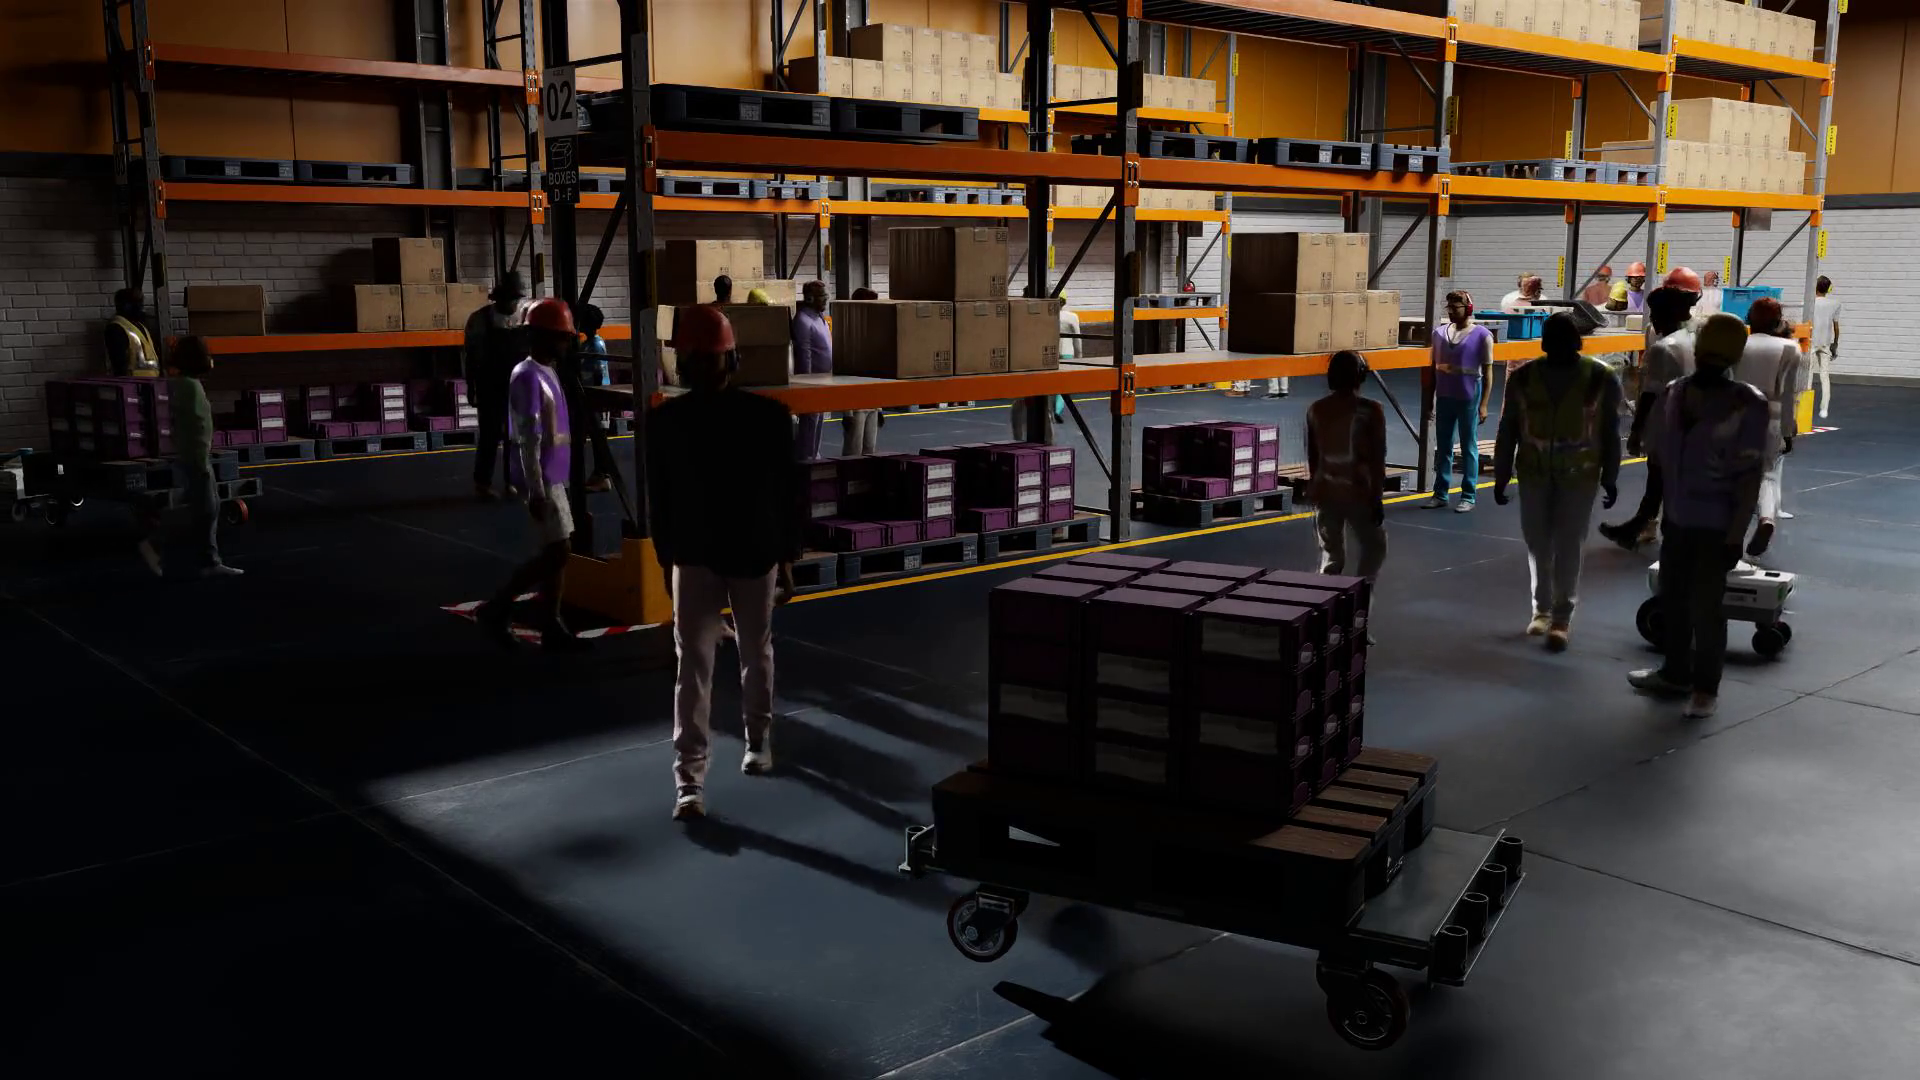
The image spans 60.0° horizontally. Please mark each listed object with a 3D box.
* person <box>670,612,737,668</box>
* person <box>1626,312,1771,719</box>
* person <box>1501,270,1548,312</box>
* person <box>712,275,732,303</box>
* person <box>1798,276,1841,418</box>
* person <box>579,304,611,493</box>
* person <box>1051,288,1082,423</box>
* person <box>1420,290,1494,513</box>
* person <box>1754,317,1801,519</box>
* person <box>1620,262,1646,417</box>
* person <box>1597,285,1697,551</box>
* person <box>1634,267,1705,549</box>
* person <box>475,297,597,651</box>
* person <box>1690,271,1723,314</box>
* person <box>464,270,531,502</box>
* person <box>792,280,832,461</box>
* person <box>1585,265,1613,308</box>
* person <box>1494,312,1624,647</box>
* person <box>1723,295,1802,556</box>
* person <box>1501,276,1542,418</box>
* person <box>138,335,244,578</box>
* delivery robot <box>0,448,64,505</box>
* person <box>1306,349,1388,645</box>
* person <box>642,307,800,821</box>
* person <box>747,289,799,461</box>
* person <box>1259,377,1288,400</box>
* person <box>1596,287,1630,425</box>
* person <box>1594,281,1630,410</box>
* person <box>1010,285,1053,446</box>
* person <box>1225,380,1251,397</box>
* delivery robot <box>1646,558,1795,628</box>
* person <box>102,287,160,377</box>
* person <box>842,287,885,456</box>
[{"bbox_3d":[-1.332,-0.189,8.728,0.625,1.661,0.550,-7,12,-35],"label":"person"},{"bbox_3d":[3.412,-0.114,7.689,0.492,1.877,0.705,-4,10,-20],"label":"person"},{"bbox_3d":[7.674,-2.703,22.686,0.625,1.925,0.452,3,10,19],"label":"person"},{"bbox_3d":[-2.541,-1.877,17.886,0.596,1.917,0.374,1,10,8],"label":"person"},{"bbox_3d":[11.306,-2.545,21.944,0.535,1.868,0.309,2,10,9],"label":"person"},{"bbox_3d":[-3.313,-1.276,15.011,0.318,1.700,0.535,-4,10,-22],"label":"person"},{"bbox_3d":[1.273,-2.379,21.350,0.529,1.735,0.827,4,10,22],"label":"person"},{"bbox_3d":[4.154,-1.150,13.838,0.375,1.844,0.567,-8,13,-40],"label":"person"},{"bbox_3d":[6.592,-0.990,13.529,0.317,1.633,0.521,-3,10,-18],"label":"person"},{"bbox_3d":[8.869,-2.635,21.954,0.605,2.045,0.378,-1,10,-4],"label":"person"},{"bbox_3d":[4.866,-0.802,11.601,0.631,1.910,0.990,-8,12,-38],"label":"person"},{"bbox_3d":[5.134,-0.936,12.001,0.372,2.048,0.605,-6,11,-31],"label":"person"},{"bbox_3d":[-2.242,-0.324,8.827,0.517,1.911,0.549,0,10,-2],"label":"person"},{"bbox_3d":[11.233,-3.085,24.993,0.405,1.906,0.653,-8,13,-39],"label":"person"},{"bbox_3d":[-3.964,-1.378,14.605,0.715,2.000,0.634,-5,11,-27],"label":"person"},{"bbox_3d":[-1.357,-1.473,15.579,0.401,1.904,0.646,1,10,9],"label":"person"},{"bbox_3d":[11.141,-3.793,28.928,0.639,1.975,0.754,9,13,43],"label":"person"},{"bbox_3d":[3.236,-0.327,9.107,0.648,1.816,0.758,6,11,31],"label":"person"},{"bbox_3d":[5.554,-0.786,11.682,0.598,1.863,0.737,3,10,19],"label":"person"},{"bbox_3d":[6.429,-2.026,18.831,0.396,1.899,0.636,-6,12,-33],"label":"person"},{"bbox_3d":[-5.053,-0.525,10.843,0.544,1.613,0.514,-4,11,-23],"label":"person"},{"bbox_3d":[-7.600,-0.507,13.562,0.477,0.478,0.707,3,10,14],"label":"delivery robot"},{"bbox_3d":[2.095,-0.218,9.019,0.403,1.618,0.533,-9,13,-41],"label":"person"},{"bbox_3d":[-0.922,0.065,6.491,0.610,1.937,1.060,0,10,-2],"label":"person"},{"bbox_3d":[-1.878,-1.677,17.128,0.698,1.787,0.756,9,13,42],"label":"person"},{"bbox_3d":[4.675,-2.993,24.725,0.404,1.825,0.604,7,12,35],"label":"person"},{"bbox_3d":[8.189,-2.289,20.835,0.484,1.735,0.311,-4,10,-20],"label":"person"},{"bbox_3d":[9.143,-2.732,23.315,0.598,1.787,0.921,-1,10,-4],"label":"person"},{"bbox_3d":[0.664,-1.592,16.417,0.741,1.844,0.565,-8,13,-39],"label":"person"},{"bbox_3d":[4.265,-3.133,25.224,0.371,1.934,0.629,7,12,35],"label":"person"},{"bbox_3d":[4.144,0.263,9.071,0.707,0.478,0.477,7,12,34],"label":"delivery robot"},{"bbox_3d":[-7.520,-1.373,15.164,0.429,1.842,0.628,-1,10,-8],"label":"person"},{"bbox_3d":[-0.769,-1.027,13.009,0.338,1.882,0.582,4,11,24],"label":"person"}]
